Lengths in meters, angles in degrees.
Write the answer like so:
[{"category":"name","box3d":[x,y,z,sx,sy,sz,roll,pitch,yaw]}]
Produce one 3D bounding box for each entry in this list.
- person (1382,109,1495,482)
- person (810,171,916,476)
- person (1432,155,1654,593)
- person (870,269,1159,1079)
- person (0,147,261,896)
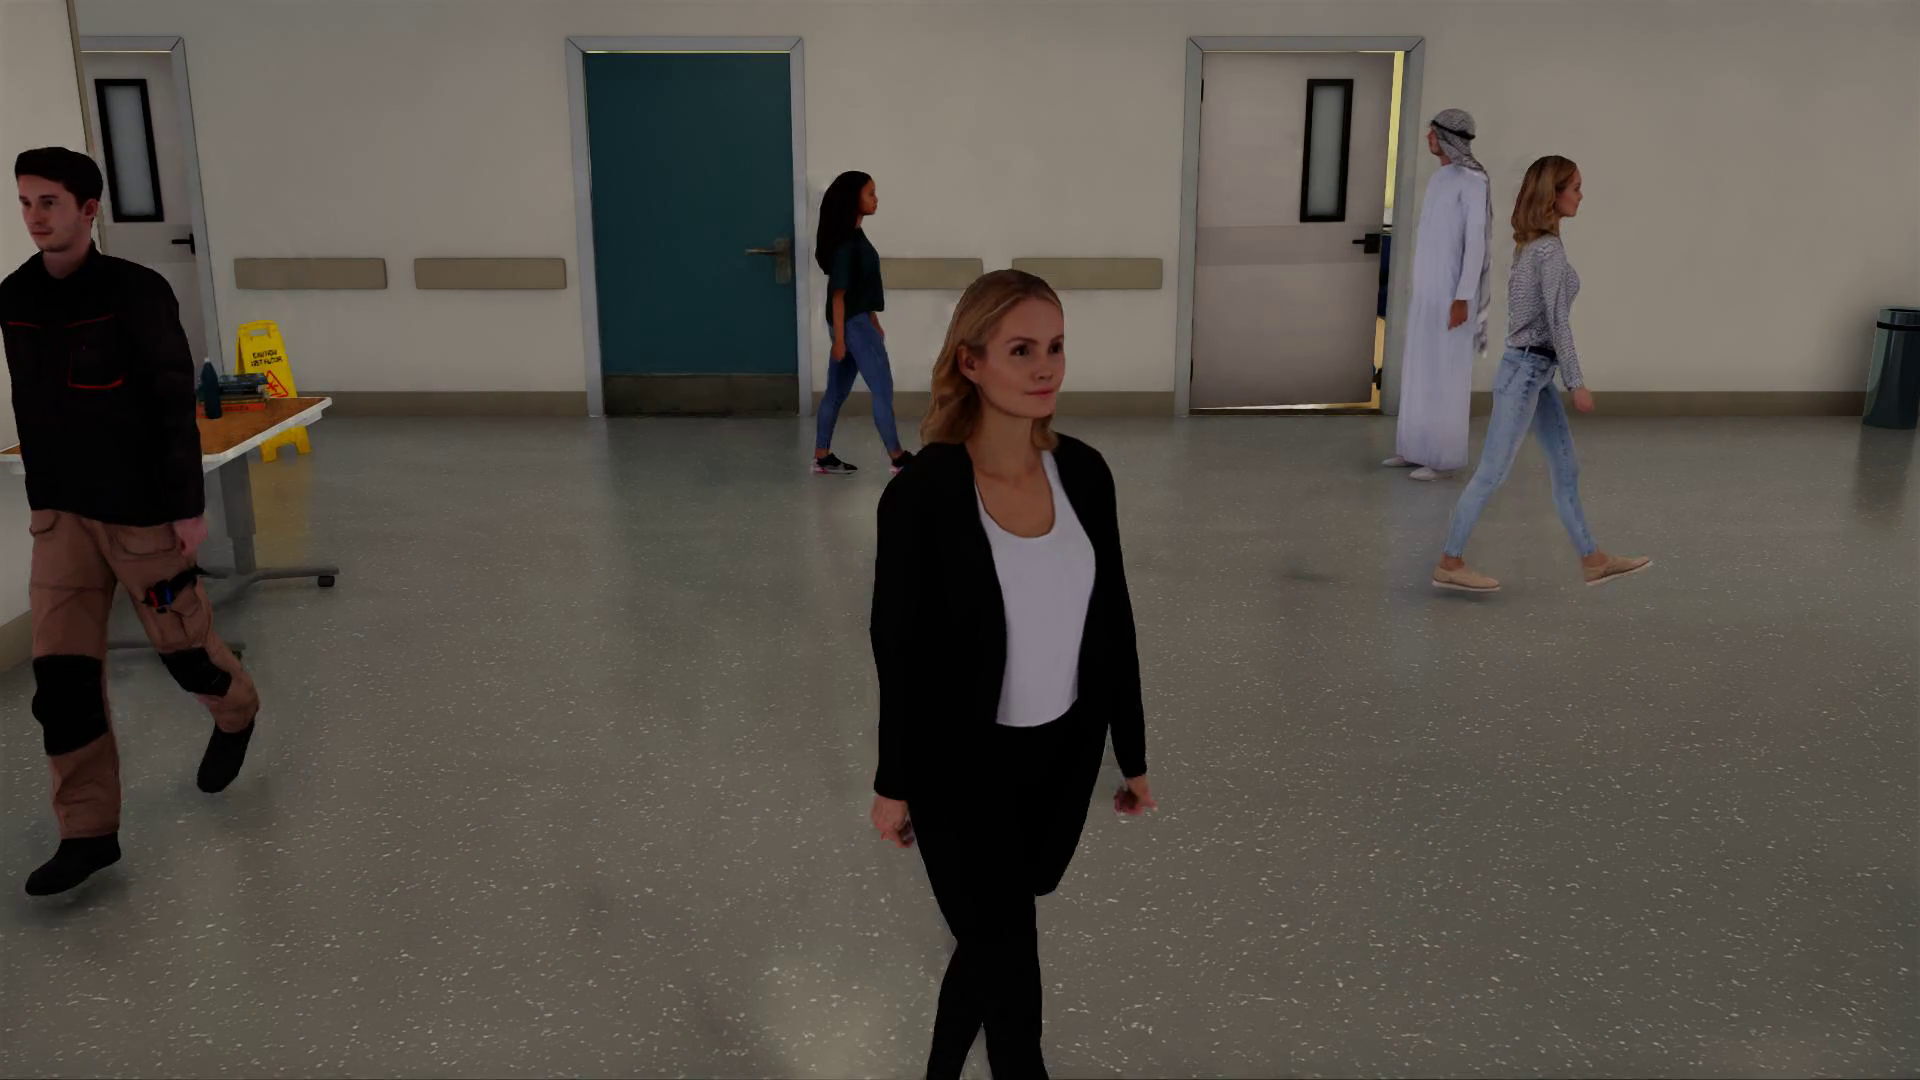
[{"category":"person","box3d":[2.562,-1.290,8.779,0.708,1.925,0.747,-3,16,-11]},{"category":"person","box3d":[-0.651,-1.107,8.739,0.877,1.593,0.590,-1,16,-2]},{"category":"person","box3d":[2.191,-0.608,6.665,1.146,1.759,0.802,4,16,15]},{"category":"person","box3d":[0.015,0.424,2.989,1.096,1.767,1.079,-11,19,-35]},{"category":"person","box3d":[-2.248,-0.078,4.545,1.159,1.888,0.811,1,16,3]}]
